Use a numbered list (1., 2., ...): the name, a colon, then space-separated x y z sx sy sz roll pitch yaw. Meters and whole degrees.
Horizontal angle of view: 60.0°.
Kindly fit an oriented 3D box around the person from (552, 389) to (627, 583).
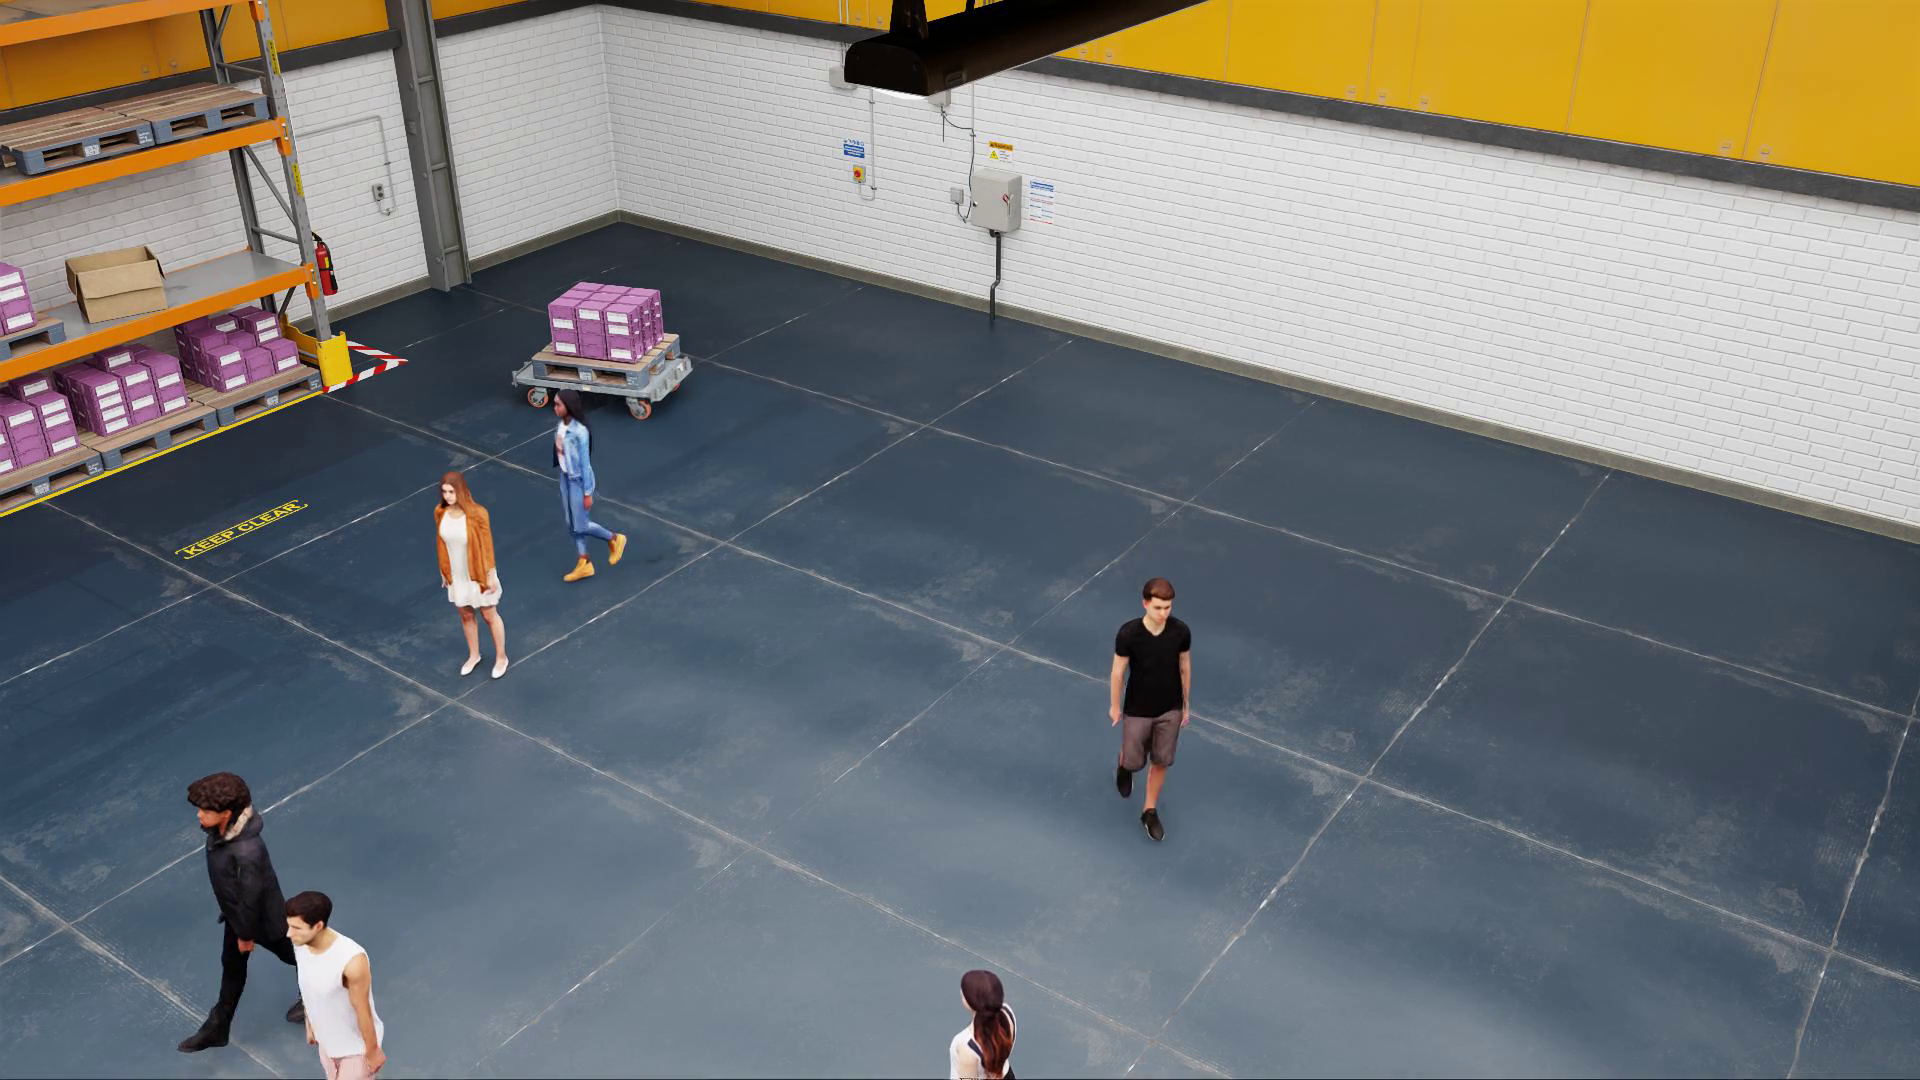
1. person: -3.061 -0.455 13.671 0.877 1.698 0.747 -21 35 -33

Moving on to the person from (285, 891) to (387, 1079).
1. person: -2.993 2.426 8.310 0.653 1.773 0.712 19 34 31

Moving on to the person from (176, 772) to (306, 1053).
1. person: -3.798 1.997 9.143 1.125 1.728 0.766 -26 38 -38

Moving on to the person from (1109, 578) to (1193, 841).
1. person: 1.231 1.032 10.788 0.973 1.848 1.038 -4 29 -8

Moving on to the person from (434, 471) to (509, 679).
1. person: -3.647 0.232 12.391 0.674 1.717 0.680 6 29 11

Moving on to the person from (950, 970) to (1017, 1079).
1. person: 0.130 2.702 7.937 0.605 1.647 0.463 17 33 29
